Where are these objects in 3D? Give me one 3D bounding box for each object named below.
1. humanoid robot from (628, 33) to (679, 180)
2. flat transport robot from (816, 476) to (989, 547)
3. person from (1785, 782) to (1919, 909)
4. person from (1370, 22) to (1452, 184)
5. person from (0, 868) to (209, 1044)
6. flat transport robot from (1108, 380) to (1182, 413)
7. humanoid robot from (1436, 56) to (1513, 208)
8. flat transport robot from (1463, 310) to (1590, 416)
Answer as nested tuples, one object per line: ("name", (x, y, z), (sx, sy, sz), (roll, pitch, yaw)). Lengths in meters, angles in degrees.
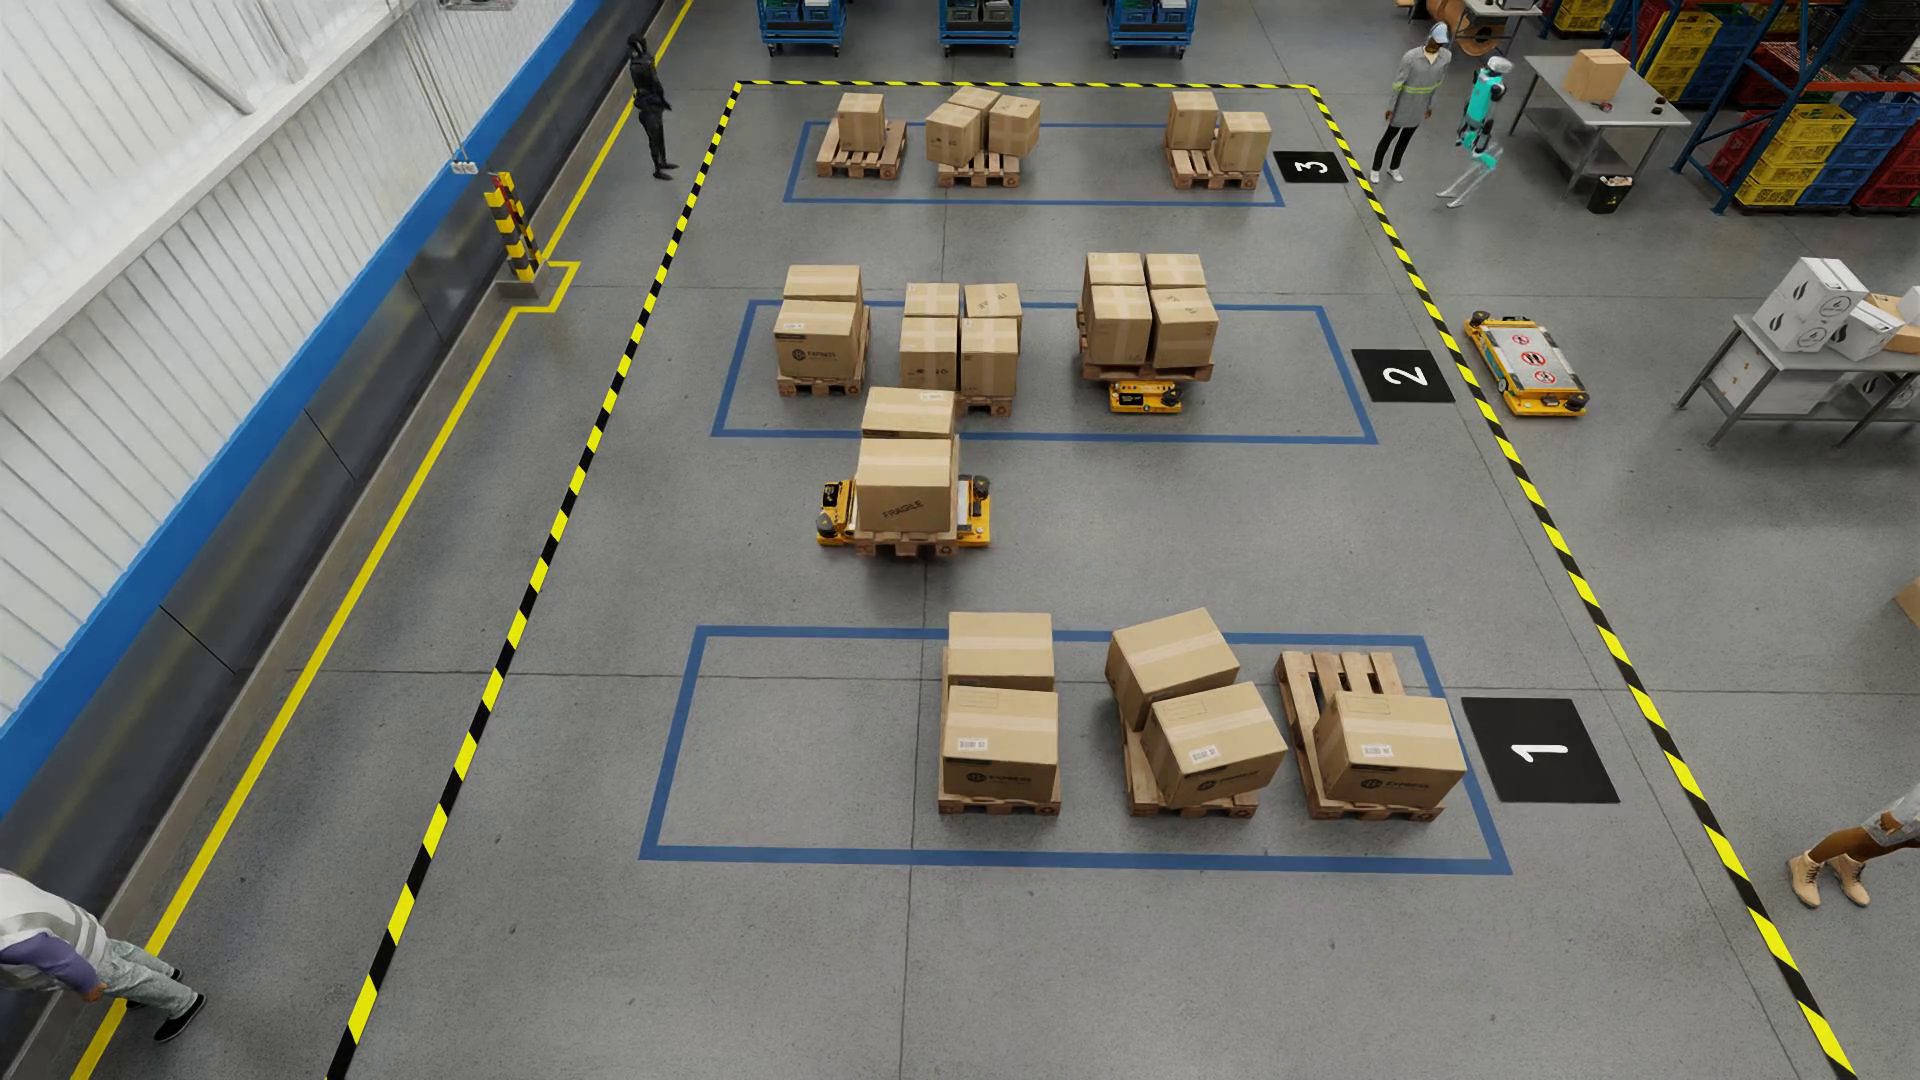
("humanoid robot", (-3.749, -5.286, 11.167), (0.315, 1.657, 0.599), (10, 50, 8))
("flat transport robot", (-0.468, -0.261, 7.741), (1.431, 0.197, 0.652), (1, 49, 1))
("person", (5.478, 1.505, 5.056), (0.606, 2.048, 0.365), (0, 49, 0))
("person", (5.421, -5.209, 10.995), (0.596, 1.850, 0.385), (-4, 49, -4))
("person", (-4.584, 2.112, 4.668), (0.589, 1.837, 0.404), (28, 55, 22))
("flat transport robot", (1.773, -1.807, 9.079), (0.652, 0.197, 1.431), (1, 49, 1))
("humanoid robot", (6.049, -4.652, 10.500), (0.735, 1.677, 0.533), (-4, 49, -4))
("flat transport robot", (5.573, -1.757, 9.054), (0.659, 0.231, 1.431), (1, 49, 1))
